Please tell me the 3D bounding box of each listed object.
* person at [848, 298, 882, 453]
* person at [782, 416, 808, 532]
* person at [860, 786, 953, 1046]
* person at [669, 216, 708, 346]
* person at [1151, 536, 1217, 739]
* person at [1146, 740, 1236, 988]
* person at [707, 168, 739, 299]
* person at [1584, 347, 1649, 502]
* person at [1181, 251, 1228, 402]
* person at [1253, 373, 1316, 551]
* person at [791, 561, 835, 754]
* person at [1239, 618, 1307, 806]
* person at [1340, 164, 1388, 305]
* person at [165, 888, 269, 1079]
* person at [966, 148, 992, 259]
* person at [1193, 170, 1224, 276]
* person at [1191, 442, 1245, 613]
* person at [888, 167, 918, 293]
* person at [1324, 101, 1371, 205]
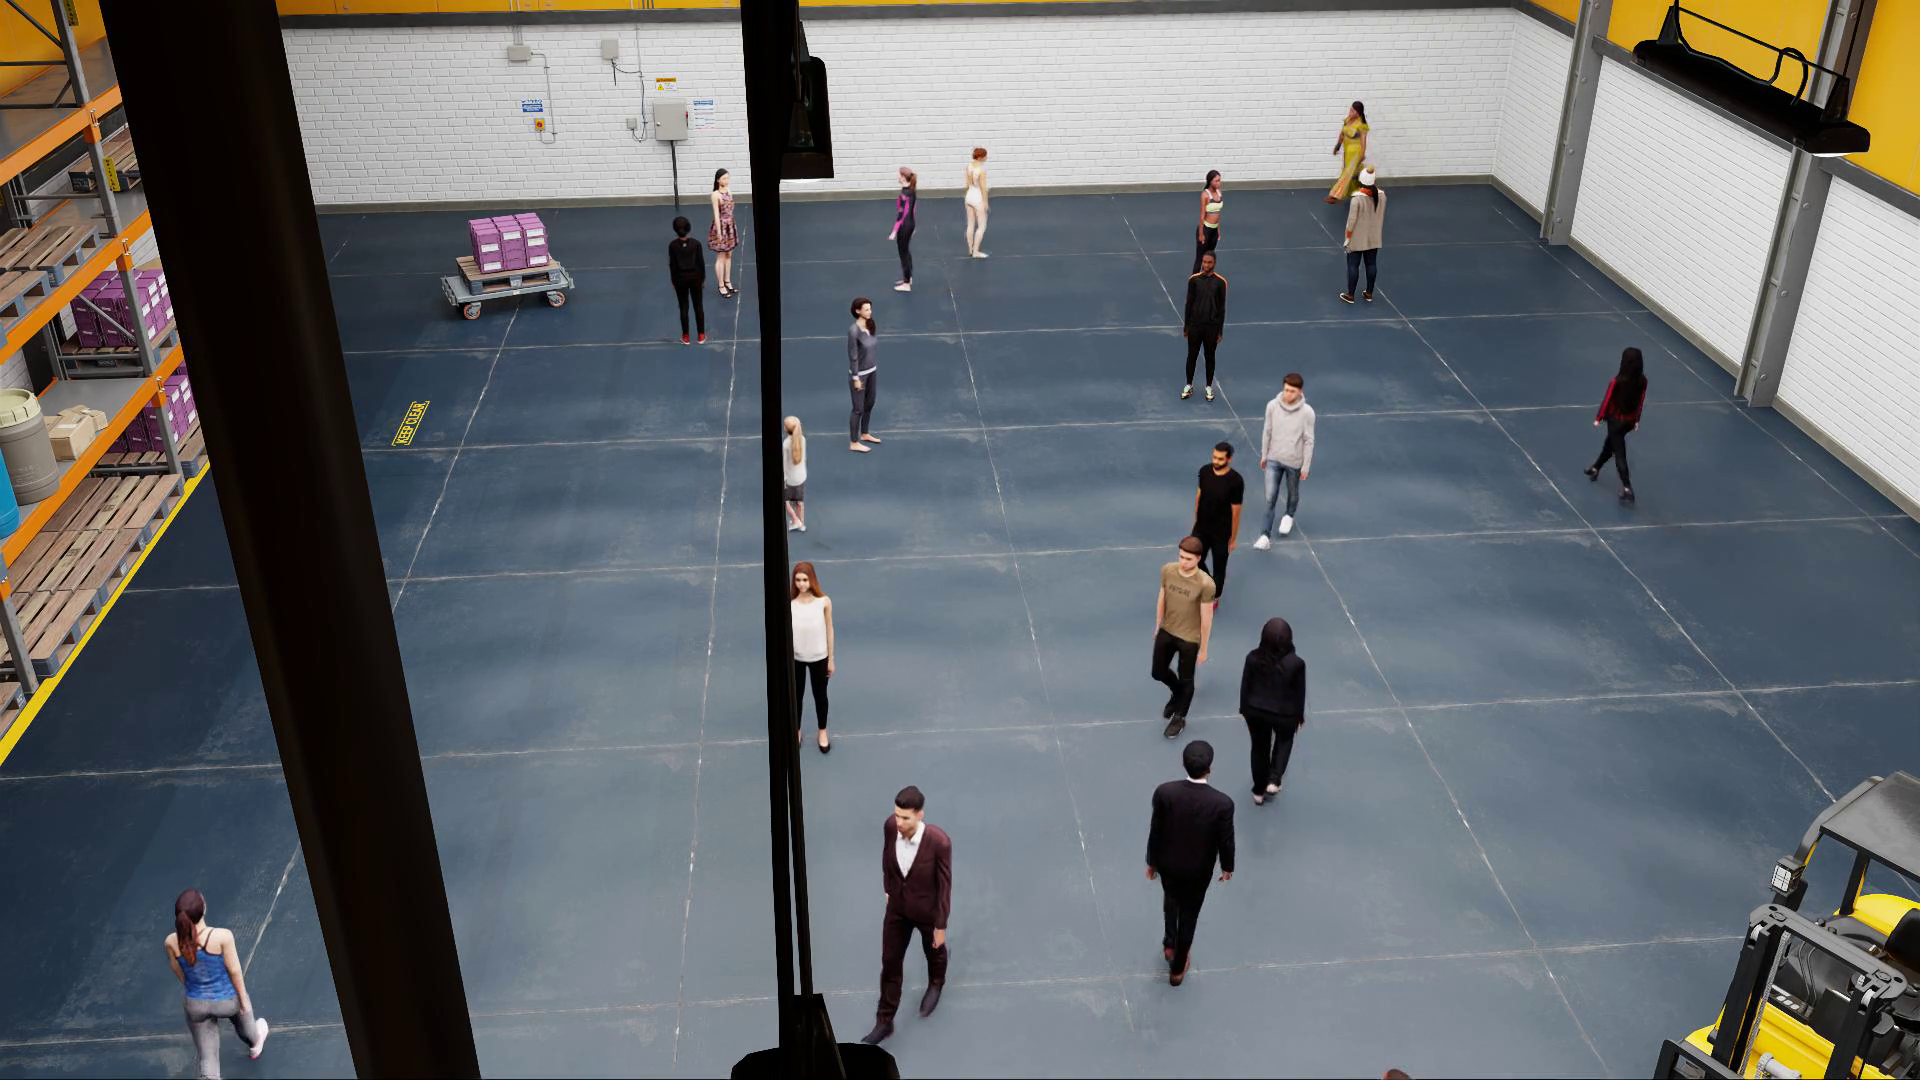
[{"bbox_3d":[-1.096,-1.850,18.454,0.732,1.768,0.626,14,32,25],"label":"person"},{"bbox_3d":[-1.647,-0.639,16.758,0.699,1.266,0.640,23,36,36],"label":"person"},{"bbox_3d":[-0.234,2.317,10.746,1.052,1.833,1.212,13,31,22],"label":"person"},{"bbox_3d":[-3.473,-3.319,21.246,0.614,1.673,0.529,-5,29,-10],"label":"person"},{"bbox_3d":[1.864,0.742,13.623,0.851,1.843,0.908,21,35,33],"label":"person"},{"bbox_3d":[1.472,2.180,10.962,0.837,1.867,0.830,8,30,15],"label":"person"},{"bbox_3d":[-3.234,-4.216,22.783,0.847,1.775,0.762,12,31,20],"label":"person"},{"bbox_3d":[6.951,-1.171,17.372,0.756,1.612,1.123,-8,30,-15],"label":"person"},{"bbox_3d":[2.891,-2.548,19.692,0.686,1.808,0.636,6,29,11],"label":"person"},{"bbox_3d":[3.282,-0.819,16.520,1.098,1.810,1.303,13,31,22],"label":"person"},{"bbox_3d":[-1.232,0.936,13.395,0.587,1.721,0.512,0,29,-1],"label":"person"},{"bbox_3d":[2.378,1.366,12.728,0.760,1.606,0.758,8,30,14],"label":"person"},{"bbox_3d":[5.482,-4.160,22.545,0.721,1.906,0.704,-7,29,-12],"label":"person"},{"bbox_3d":[-4.533,2.846,10.056,0.616,1.566,1.066,-4,29,-8],"label":"person"},{"bbox_3d":[0.231,-4.949,24.280,0.657,1.629,0.748,19,34,31],"label":"person"},{"bbox_3d":[3.392,-4.218,22.809,0.644,1.754,0.670,-21,35,-33],"label":"person"},{"bbox_3d":[2.394,-0.136,15.327,0.771,1.753,0.825,21,35,33],"label":"person"},{"bbox_3d":[-0.718,-4.280,22.931,0.739,1.748,0.674,9,30,16],"label":"person"},{"bbox_3d":[6.338,-6.181,26.572,1.112,1.598,1.296,-13,31,-22],"label":"person"}]
